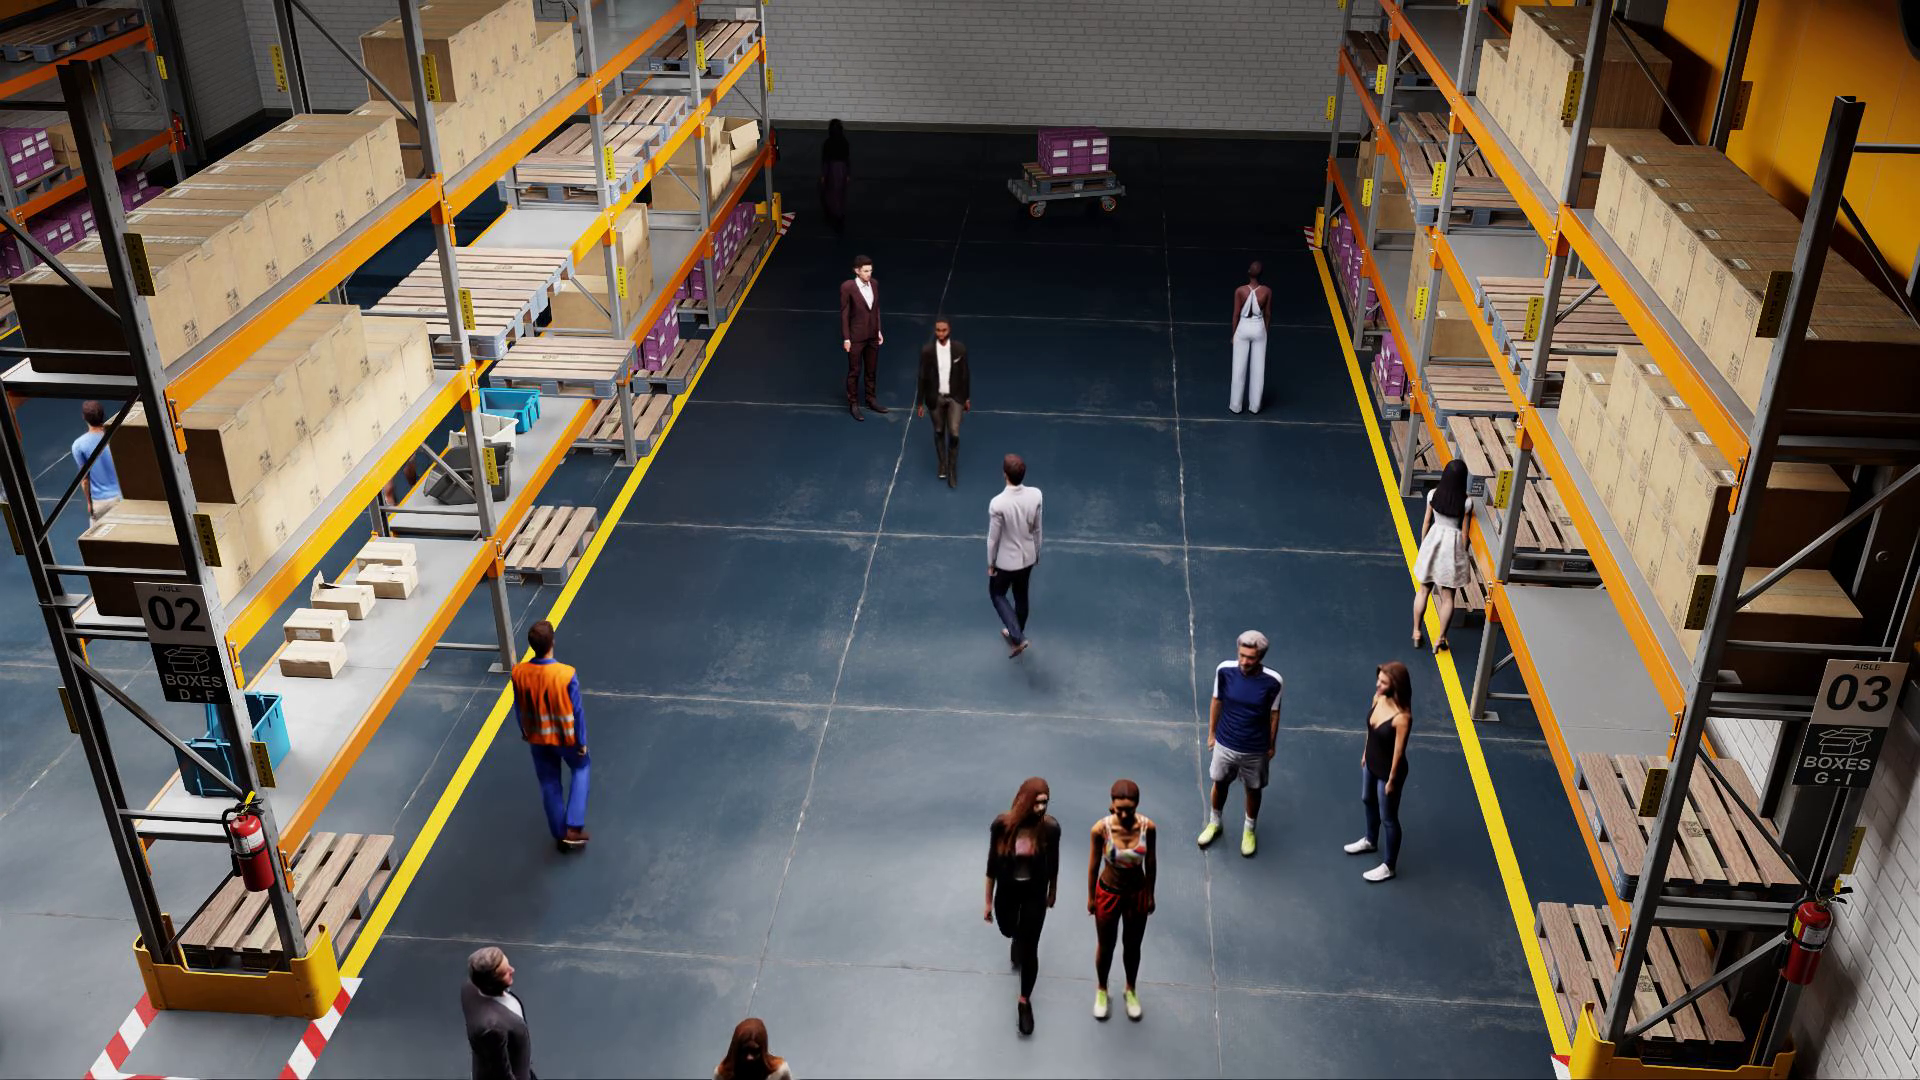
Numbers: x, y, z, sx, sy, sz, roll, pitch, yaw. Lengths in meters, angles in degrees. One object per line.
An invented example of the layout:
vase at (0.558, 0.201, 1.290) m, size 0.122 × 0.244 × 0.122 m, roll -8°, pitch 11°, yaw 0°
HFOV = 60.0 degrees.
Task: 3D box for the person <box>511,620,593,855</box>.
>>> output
person at (-2.868, 1.439, 11.655) m, size 0.684 × 1.854 × 0.691 m, roll 1°, pitch 29°, yaw 3°

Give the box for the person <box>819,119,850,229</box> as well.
person at (-1.809, -5.336, 24.333) m, size 0.838 × 1.608 × 0.932 m, roll -15°, pitch 32°, yaw -26°

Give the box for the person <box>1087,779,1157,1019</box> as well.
person at (1.002, 2.206, 10.320) m, size 0.608 × 1.786 × 0.575 m, roll -2°, pitch 29°, yaw -3°

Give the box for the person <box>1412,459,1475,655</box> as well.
person at (4.108, 0.134, 14.136) m, size 0.774 × 1.769 × 0.797 m, roll 18°, pitch 33°, yaw 30°

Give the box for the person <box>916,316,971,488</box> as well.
person at (-0.158, -1.473, 17.065) m, size 0.725 × 1.785 × 0.797 m, roll 0°, pitch 29°, yaw 1°

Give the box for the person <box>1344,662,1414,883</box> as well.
person at (2.957, 1.573, 11.551) m, size 0.695 × 1.718 × 0.564 m, roll -8°, pitch 30°, yaw -14°

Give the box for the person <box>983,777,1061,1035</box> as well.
person at (0.390, 2.181, 10.486) m, size 0.662 × 1.670 × 1.096 m, roll 7°, pitch 29°, yaw 12°

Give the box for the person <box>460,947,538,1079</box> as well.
person at (-2.513, 2.914, 8.981) m, size 1.014 × 1.825 × 0.968 m, roll -12°, pitch 31°, yaw -21°

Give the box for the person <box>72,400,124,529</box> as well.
person at (-7.594, -0.359, 14.956) m, size 0.804 × 1.849 × 0.861 m, roll -21°, pitch 35°, yaw -33°

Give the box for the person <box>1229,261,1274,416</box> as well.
person at (3.229, -2.242, 18.477) m, size 0.576 × 1.784 × 0.483 m, roll 1°, pitch 29°, yaw 2°

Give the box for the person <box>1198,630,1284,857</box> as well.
person at (1.997, 1.404, 11.738) m, size 0.689 × 1.835 × 0.631 m, roll 10°, pitch 30°, yaw 18°

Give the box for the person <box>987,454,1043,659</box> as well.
person at (0.500, 0.180, 13.985) m, size 0.934 × 1.832 × 1.036 m, roll -14°, pitch 32°, yaw -24°

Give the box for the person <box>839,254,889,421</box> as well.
person at (-1.089, -2.284, 18.468) m, size 0.774 × 1.865 × 0.830 m, roll -21°, pitch 35°, yaw -34°

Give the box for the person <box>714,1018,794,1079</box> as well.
person at (-1.064, 3.103, 8.792) m, size 0.757 × 1.674 × 1.185 m, roll -4°, pitch 29°, yaw -7°
